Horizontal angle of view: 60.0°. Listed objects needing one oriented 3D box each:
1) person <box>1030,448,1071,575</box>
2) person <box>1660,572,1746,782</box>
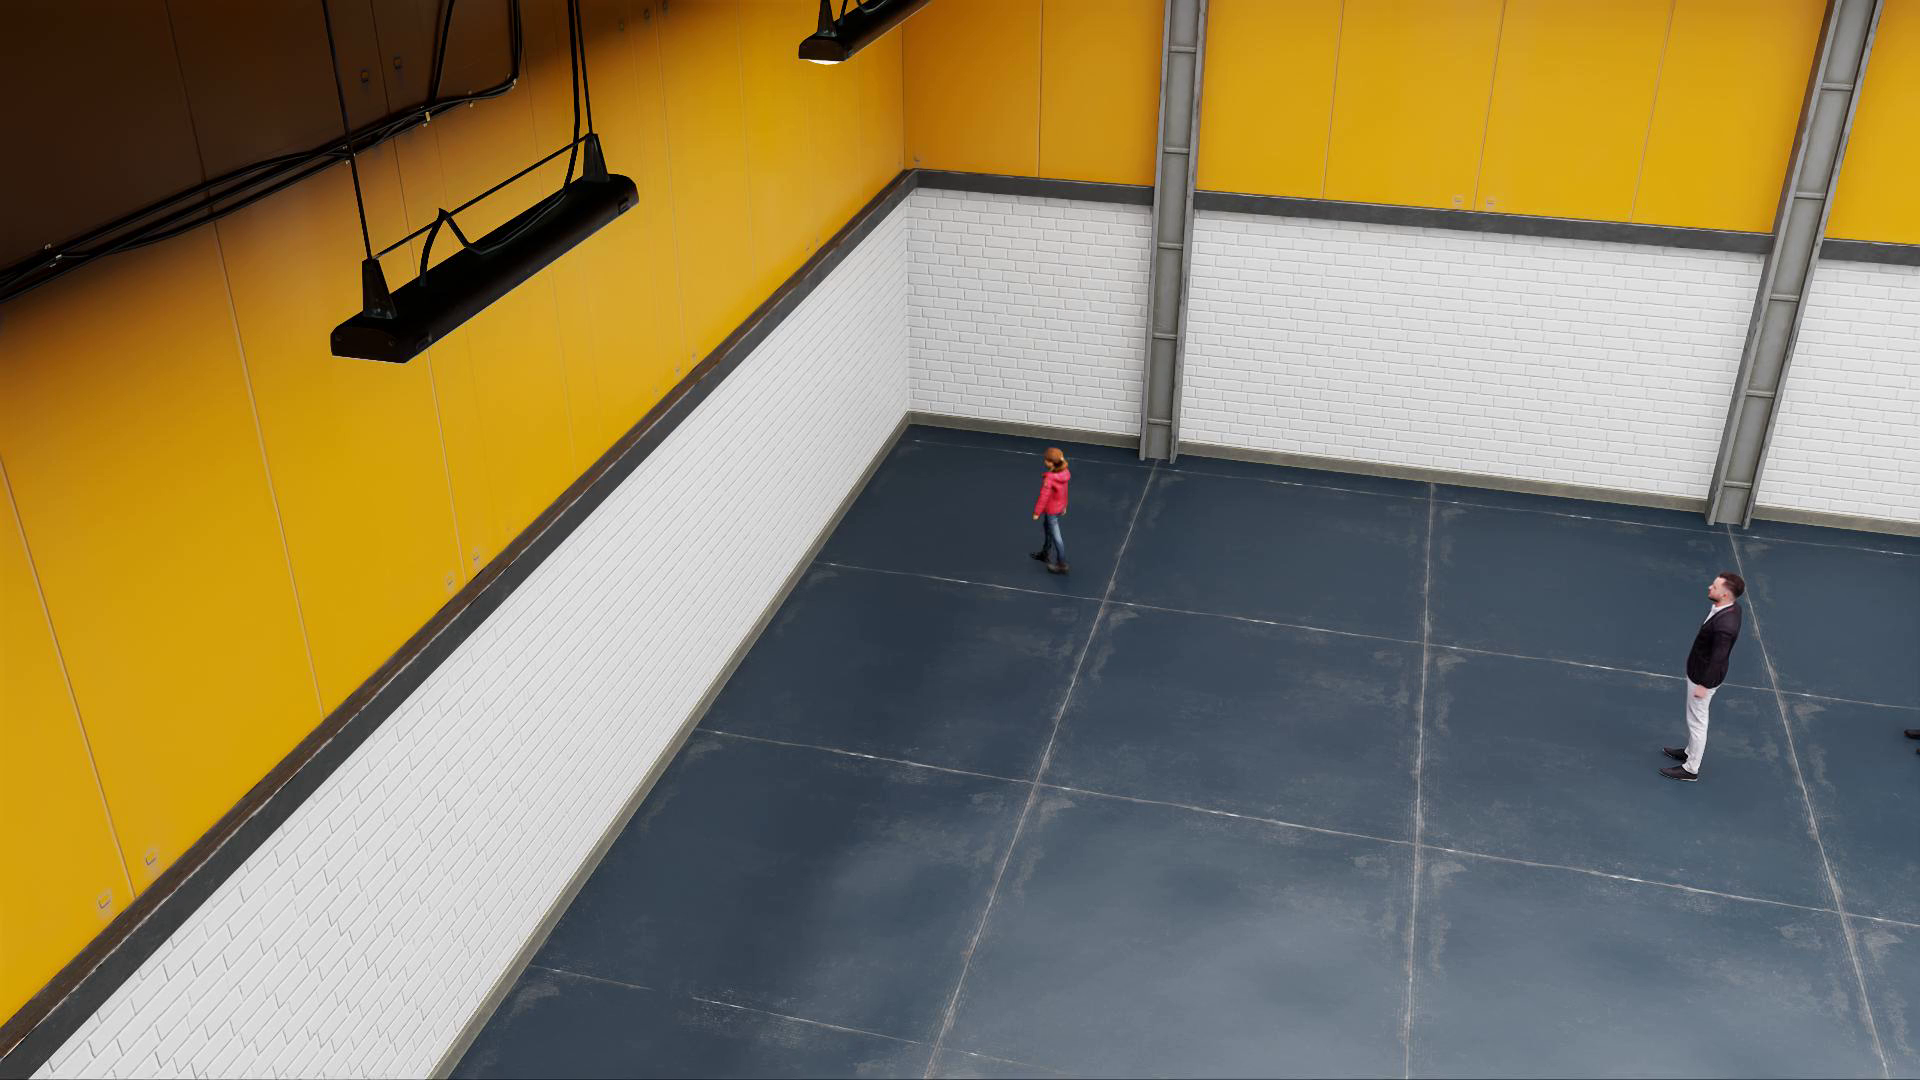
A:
[{"bbox_3d":[0.980,-0.267,16.197,0.747,1.299,0.600,13,31,22],"label":"person"},{"bbox_3d":[5.928,1.069,13.179,0.634,1.844,0.712,14,32,25],"label":"person"}]
